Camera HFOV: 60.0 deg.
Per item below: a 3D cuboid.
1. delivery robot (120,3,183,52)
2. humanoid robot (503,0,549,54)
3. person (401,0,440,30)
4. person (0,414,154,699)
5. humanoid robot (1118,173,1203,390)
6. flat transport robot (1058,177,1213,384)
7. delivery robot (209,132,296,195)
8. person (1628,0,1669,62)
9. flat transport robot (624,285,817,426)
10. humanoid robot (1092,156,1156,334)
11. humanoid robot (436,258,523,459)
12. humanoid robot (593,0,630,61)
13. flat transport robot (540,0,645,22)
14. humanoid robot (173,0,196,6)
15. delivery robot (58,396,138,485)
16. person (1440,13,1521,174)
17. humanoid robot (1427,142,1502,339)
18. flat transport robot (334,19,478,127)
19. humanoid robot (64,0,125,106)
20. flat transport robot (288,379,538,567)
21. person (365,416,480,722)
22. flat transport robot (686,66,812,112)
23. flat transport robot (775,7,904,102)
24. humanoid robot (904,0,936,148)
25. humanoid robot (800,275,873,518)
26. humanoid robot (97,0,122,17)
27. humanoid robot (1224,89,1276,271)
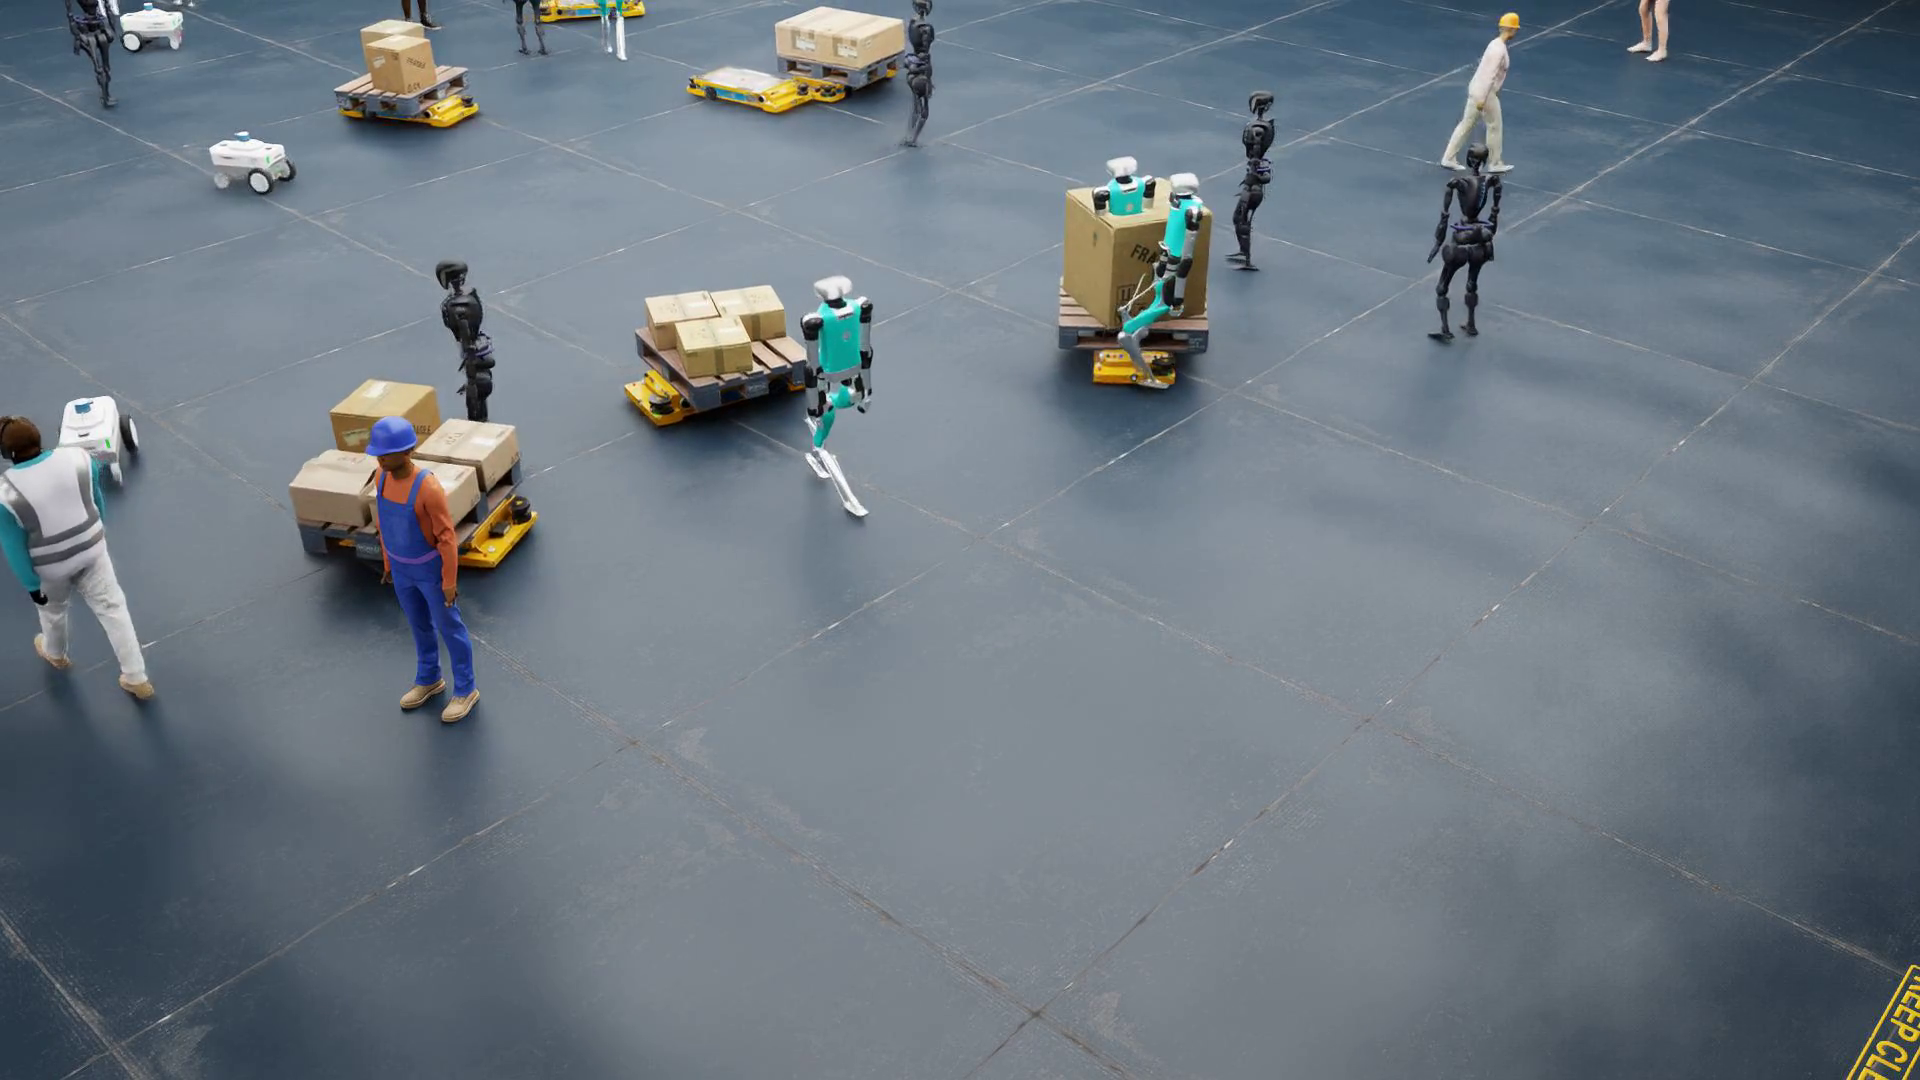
[{"bbox_3d":[-10.506,-6.660,21.611,0.770,0.599,0.513,-2,32,-3],"label":"delivery robot"},{"bbox_3d":[-5.527,-7.037,21.164,0.608,1.636,0.480,-21,37,-30],"label":"humanoid robot"},{"bbox_3d":[-7.257,-7.709,21.960,0.361,1.963,0.611,20,37,28],"label":"person"},{"bbox_3d":[-5.188,0.072,9.599,0.975,1.790,0.626,25,39,34],"label":"person"},{"bbox_3d":[1.464,-1.894,12.916,0.754,1.892,0.547,-5,32,-8],"label":"humanoid robot"},{"bbox_3d":[1.422,-1.692,13.879,0.659,0.231,1.431,2,32,3],"label":"flat transport robot"},{"bbox_3d":[-7.331,-3.909,17.170,0.788,0.587,0.499,7,33,11],"label":"delivery robot"},{"bbox_3d":[8.849,-7.016,20.972,0.389,1.834,0.605,-1,32,-2],"label":"person"},{"bbox_3d":[-1.882,-1.280,13.215,1.431,0.231,0.659,-18,36,-27],"label":"flat transport robot"},{"bbox_3d":[1.222,-2.321,13.528,0.584,1.785,0.890,-11,34,-17],"label":"humanoid robot"},{"bbox_3d":[-3.426,-1.247,11.838,0.377,1.651,0.610,-9,33,-15],"label":"humanoid robot"},{"bbox_3d":[-4.442,-6.928,20.994,0.542,1.868,0.817,-10,33,-16],"label":"humanoid robot"},{"bbox_3d":[-5.122,-7.404,23.076,1.431,0.231,0.659,-8,33,-12],"label":"flat transport robot"},{"bbox_3d":[-10.994,-8.261,23.070,0.537,1.786,0.757,-21,38,-30],"label":"humanoid robot"},{"bbox_3d":[-6.315,-0.750,12.109,0.499,0.614,0.790,-11,34,-18],"label":"delivery robot"},{"bbox_3d":[5.498,-4.613,17.261,0.832,1.650,0.497,1,32,2],"label":"person"},{"bbox_3d":[4.210,-2.464,13.793,0.590,1.638,0.390,-11,33,-16],"label":"humanoid robot"},{"bbox_3d":[-6.383,-5.029,19.253,1.431,0.231,0.659,10,33,15],"label":"flat transport robot"},{"bbox_3d":[-10.025,-5.897,19.338,0.623,1.634,0.609,17,36,26],"label":"humanoid robot"},{"bbox_3d":[-3.706,-0.102,11.319,1.431,0.231,0.659,7,33,11],"label":"flat transport robot"},{"bbox_3d":[-3.034,0.157,9.347,0.513,1.910,0.363,15,35,23],"label":"person"},{"bbox_3d":[-2.519,-5.372,19.804,1.431,0.231,0.659,20,37,29],"label":"flat transport robot"},{"bbox_3d":[-1.423,-5.615,20.195,0.659,0.231,1.431,18,36,26],"label":"flat transport robot"},{"bbox_3d":[-0.444,-5.051,17.983,0.366,1.652,0.589,-7,33,-12],"label":"humanoid robot"},{"bbox_3d":[-0.972,-1.069,11.523,0.536,1.778,1.028,-22,38,-31],"label":"humanoid robot"},{"bbox_3d":[-11.826,-8.034,22.694,0.535,1.768,0.752,-19,37,-28],"label":"humanoid robot"},{"bbox_3d":[2.620,-3.243,15.037,0.369,1.656,0.605,5,32,7],"label":"humanoid robot"}]
